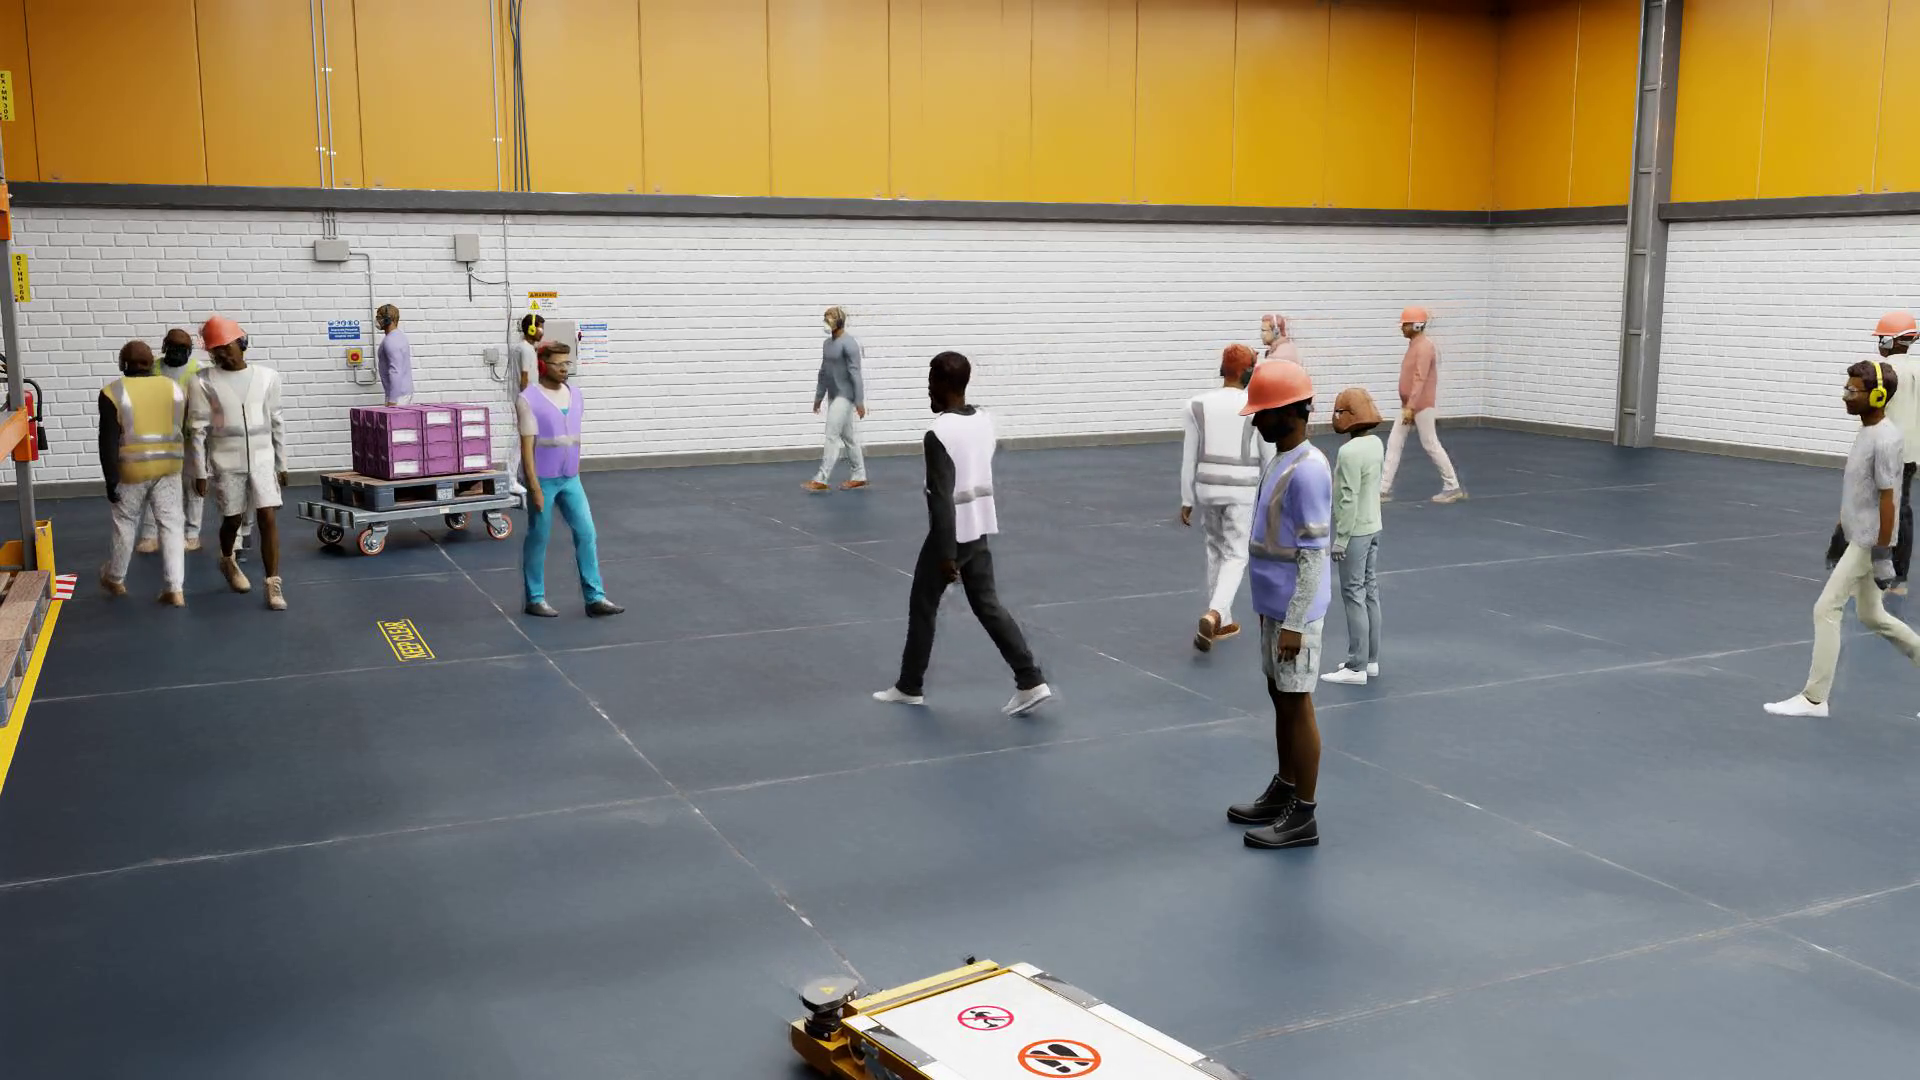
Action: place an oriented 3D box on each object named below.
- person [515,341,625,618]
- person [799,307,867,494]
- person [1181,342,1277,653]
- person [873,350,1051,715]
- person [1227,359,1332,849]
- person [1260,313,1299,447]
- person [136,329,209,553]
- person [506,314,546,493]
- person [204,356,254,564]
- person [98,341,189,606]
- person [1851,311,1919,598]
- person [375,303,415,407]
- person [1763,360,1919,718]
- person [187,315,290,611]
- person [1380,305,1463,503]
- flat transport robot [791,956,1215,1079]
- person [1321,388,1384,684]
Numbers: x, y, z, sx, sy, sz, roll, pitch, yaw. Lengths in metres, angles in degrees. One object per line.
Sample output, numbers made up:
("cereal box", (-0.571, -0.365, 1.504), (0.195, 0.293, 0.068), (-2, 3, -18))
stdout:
("person", (-2.556, -0.369, 10.779), (0.851, 1.809, 0.591), (6, 11, 32))
("person", (-1.328, -1.425, 17.051), (0.932, 1.897, 0.672), (-5, 10, -27))
("person", (1.587, -0.252, 9.948), (0.592, 1.860, 0.859), (5, 10, 28))
("person", (0.024, -0.030, 8.520), (0.996, 1.885, 0.600), (6, 11, 31))
("person", (1.264, 0.254, 6.560), (0.375, 1.928, 0.542), (0, 9, 0))
("person", (3.016, -1.160, 15.464), (0.527, 1.886, 0.659), (2, 9, 14))
("person", (-6.288, -0.775, 13.348), (0.646, 1.809, 0.643), (-2, 9, -11))
("person", (-4.310, -1.387, 17.039), (0.890, 1.827, 0.536), (-3, 10, -20))
("person", (-5.765, -0.749, 13.234), (0.596, 1.791, 0.902), (-6, 11, -32))
("person", (-5.620, -0.462, 11.427), (0.976, 1.788, 0.631), (9, 13, 44))
("person", (6.464, -0.592, 11.596), (0.623, 1.993, 0.384), (-5, 10, -26))
("person", (-5.872, -1.483, 17.302), (0.379, 1.940, 0.629), (-2, 9, -11))
("person", (4.618, 0.013, 8.351), (0.867, 1.840, 0.526), (4, 10, 23))
("person", (-4.919, -0.543, 11.339), (0.626, 1.993, 0.985), (-7, 11, -37))
("person", (4.490, -1.322, 16.301), (1.014, 1.953, 0.618), (-1, 9, -4))
("flat transport robot", (0.201, 1.429, 4.393), (0.652, 0.197, 1.431), (-7, 11, -36))
("person", (2.177, -0.022, 9.183), (0.276, 1.631, 0.507), (6, 11, 32))
